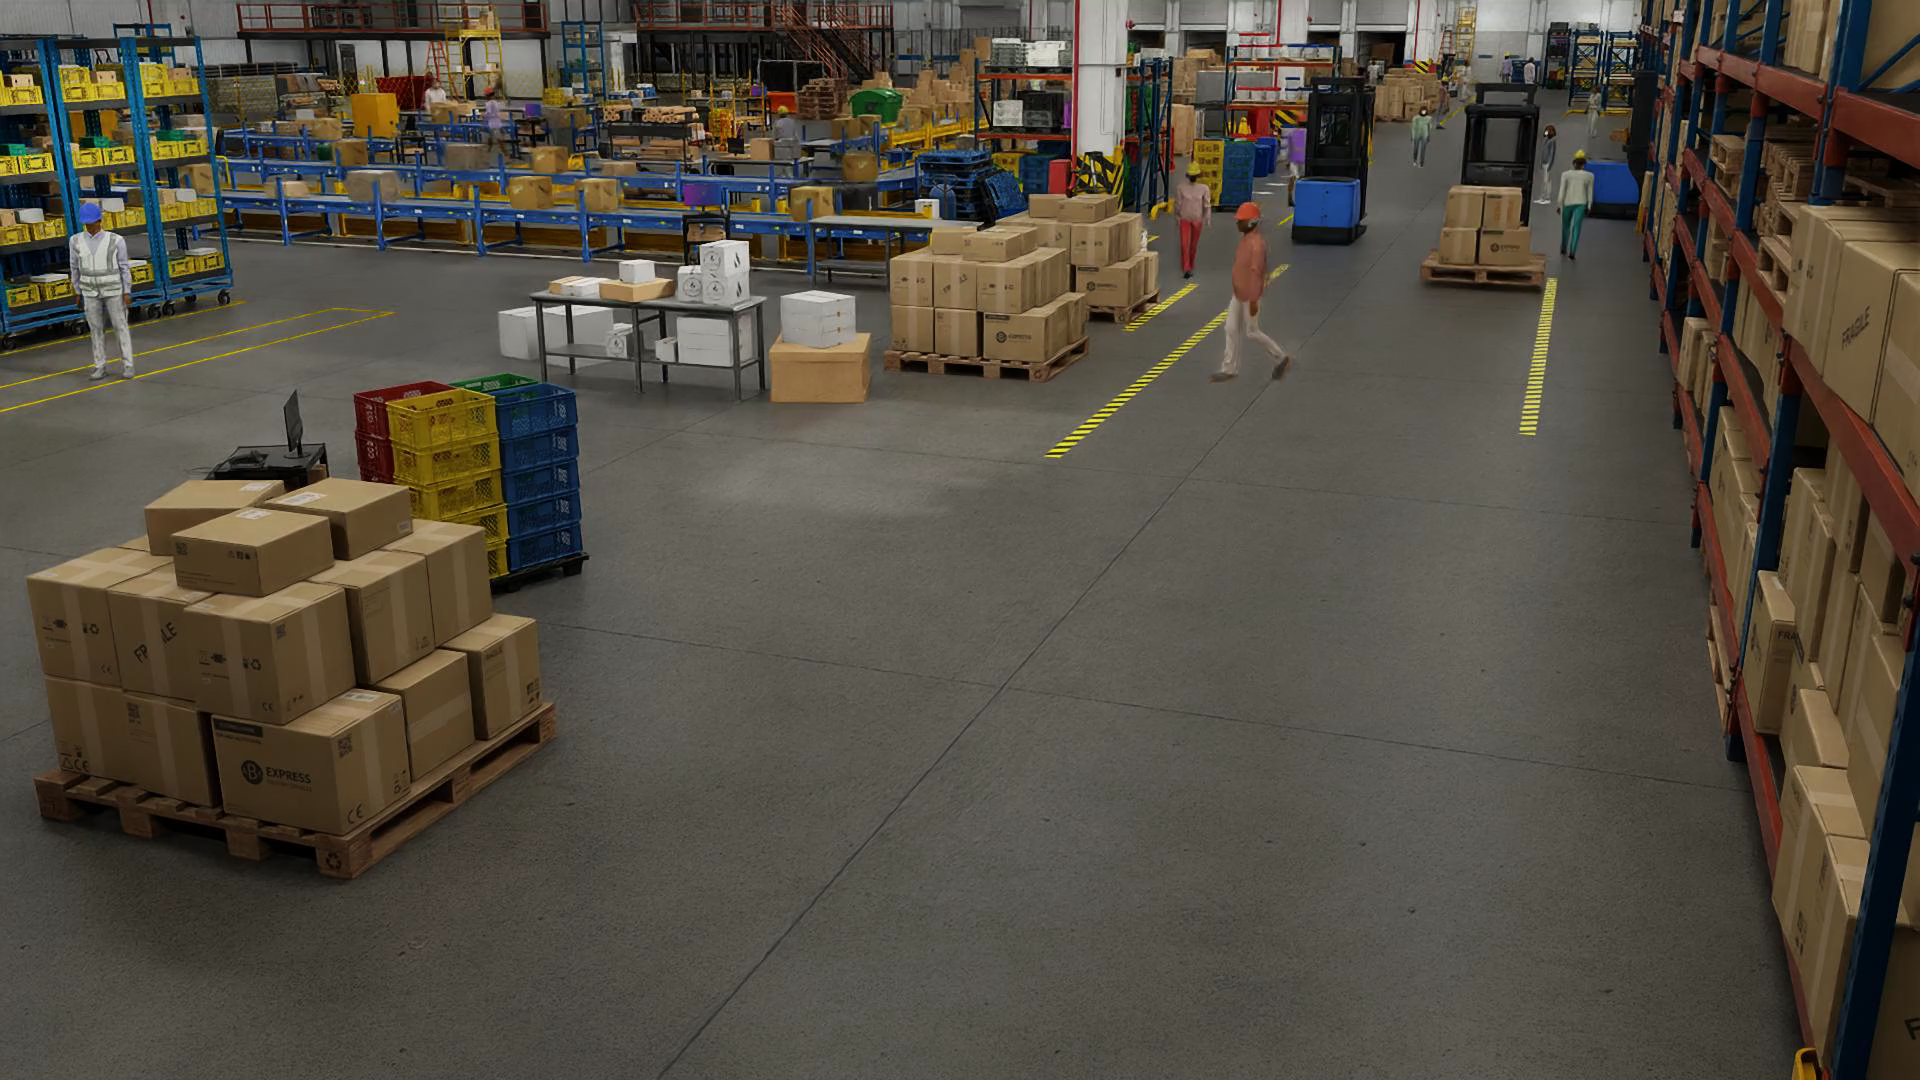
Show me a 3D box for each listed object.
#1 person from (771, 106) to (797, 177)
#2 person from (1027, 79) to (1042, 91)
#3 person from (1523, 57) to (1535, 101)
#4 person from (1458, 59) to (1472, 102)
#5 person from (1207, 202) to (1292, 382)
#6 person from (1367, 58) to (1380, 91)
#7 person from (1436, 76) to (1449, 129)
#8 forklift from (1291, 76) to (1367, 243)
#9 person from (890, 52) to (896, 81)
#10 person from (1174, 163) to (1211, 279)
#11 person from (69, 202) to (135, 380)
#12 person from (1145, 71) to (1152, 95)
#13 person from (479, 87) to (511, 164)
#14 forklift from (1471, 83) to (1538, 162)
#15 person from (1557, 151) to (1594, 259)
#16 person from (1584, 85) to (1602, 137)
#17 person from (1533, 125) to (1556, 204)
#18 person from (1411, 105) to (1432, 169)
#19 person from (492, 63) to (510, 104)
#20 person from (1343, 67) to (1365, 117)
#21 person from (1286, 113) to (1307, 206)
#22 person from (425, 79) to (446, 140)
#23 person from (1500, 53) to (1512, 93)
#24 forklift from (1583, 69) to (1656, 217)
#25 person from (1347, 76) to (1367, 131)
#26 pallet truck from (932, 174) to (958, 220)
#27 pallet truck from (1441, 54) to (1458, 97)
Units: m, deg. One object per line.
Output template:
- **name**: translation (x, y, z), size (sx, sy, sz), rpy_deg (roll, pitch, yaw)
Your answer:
- **person**: translation (-4.163, -9.241, 38.955), size (0.605, 1.783, 0.903), rpy_deg (-14, 22, -37)
- **person**: translation (2.825, -17.083, 63.484), size (0.618, 1.861, 0.950), rpy_deg (-13, 22, -35)
- **person**: translation (25.581, -20.697, 74.717), size (0.372, 1.940, 0.629), rpy_deg (-8, 19, -23)
- **person**: translation (22.645, -20.528, 74.308), size (0.550, 1.868, 0.573), rpy_deg (-2, 18, -7)
- **person**: translation (3.185, -2.677, 18.055), size (0.851, 1.967, 0.624), rpy_deg (-3, 18, -11)
- **person**: translation (18.860, -21.015, 75.870), size (0.602, 1.853, 0.359), rpy_deg (8, 19, 23)
- **person**: translation (16.593, -15.020, 57.160), size (0.326, 1.767, 0.533), rpy_deg (8, 19, 23)
- **forklift**: translation (6.598, -6.755, 29.381), size (1.129, 2.768, 1.873), rpy_deg (6, 19, 19)
- **person**: translation (-3.709, -25.761, 90.942), size (0.322, 1.743, 0.490), rpy_deg (-9, 20, -27)
- **person**: translation (3.511, -4.802, 25.116), size (0.540, 1.720, 0.894), rpy_deg (0, 18, 0)
- **person**: translation (-9.397, -2.723, 18.227), size (0.603, 1.946, 0.389), rpy_deg (-3, 18, -9)
- **person**: translation (6.637, -15.466, 58.313), size (0.629, 1.913, 0.584), rpy_deg (4, 18, 13)
- **person**: translation (-12.437, -10.956, 44.033), size (1.053, 1.982, 0.631), rpy_deg (-1, 18, -2)
- **forklift**: translation (8.629, -5.888, 26.657), size (1.129, 2.768, 1.873), rpy_deg (6, 19, 19)
- **person**: translation (10.129, -5.526, 27.401), size (0.540, 1.717, 0.935), rpy_deg (5, 18, 15)
- **person**: translation (20.363, -13.771, 53.460), size (0.417, 1.630, 0.530), rpy_deg (-4, 18, -13)
- **person**: translation (12.337, -7.895, 34.981), size (0.272, 1.635, 0.507), rpy_deg (0, 18, 0)
- **person**: translation (11.880, -10.398, 42.868), size (0.518, 1.618, 0.422), rpy_deg (3, 18, 10)
- **person**: translation (-19.707, -19.547, 71.324), size (0.729, 1.817, 0.524), rpy_deg (9, 20, 26)
- **person**: translation (14.830, -16.698, 62.147), size (0.774, 1.941, 0.615), rpy_deg (-1, 18, -4)
- **person**: translation (7.061, -7.922, 34.655), size (0.554, 1.894, 1.006), rpy_deg (8, 19, 23)
- **person**: translation (-16.375, -13.450, 52.033), size (0.661, 1.883, 0.475), rpy_deg (-9, 20, -26)
- **person**: translation (27.165, -23.274, 82.830), size (0.584, 1.929, 0.371), rpy_deg (-4, 18, -12)
- **forklift**: translation (13.219, -7.740, 32.475), size (1.873, 2.768, 1.129), rpy_deg (6, 19, 18)
- **person**: translation (13.233, -14.395, 55.035), size (0.974, 1.860, 0.616), rpy_deg (16, 23, 40)
- **pallet truck**: translation (-0.507, -5.292, 27.348), size (0.653, 1.274, 1.630), rpy_deg (6, 19, 19)
- **pallet truck**: translation (22.765, -21.886, 78.355), size (0.823, 1.965, 1.885), rpy_deg (-4, 18, -14)
